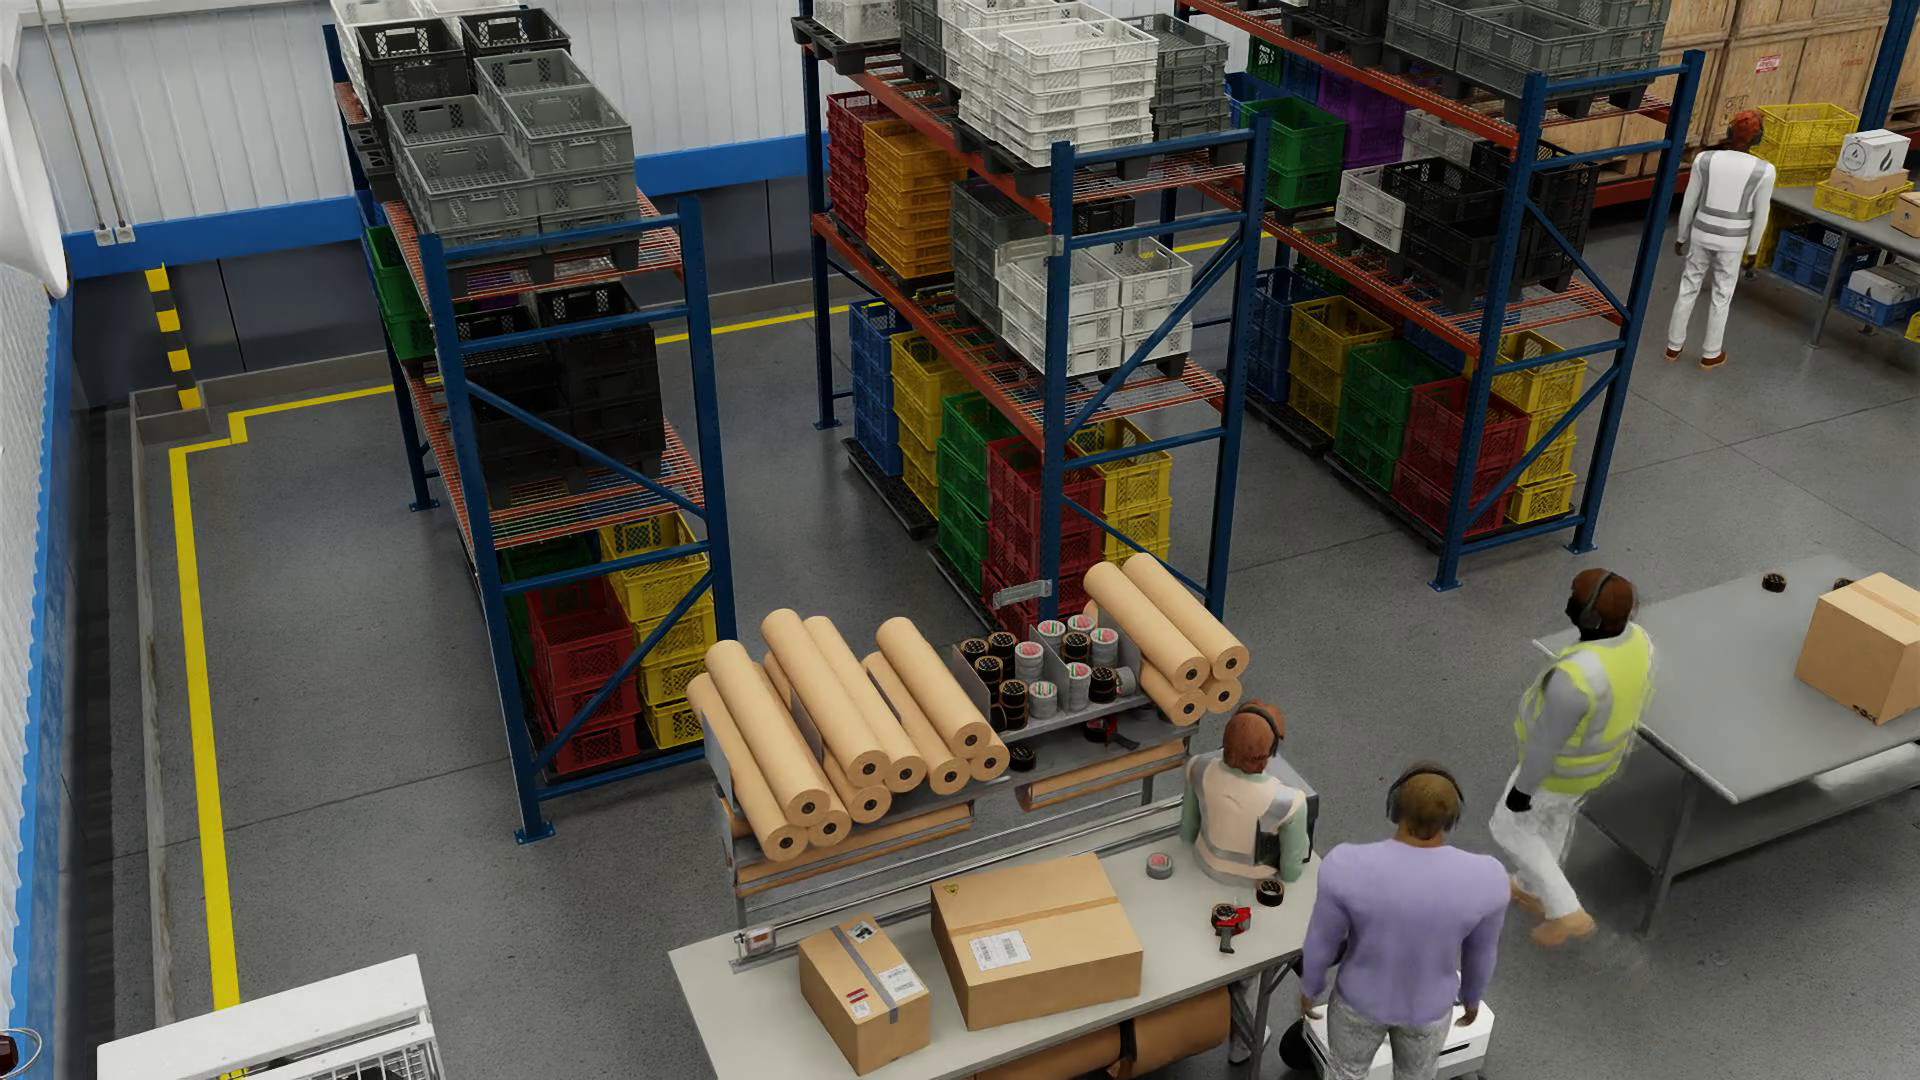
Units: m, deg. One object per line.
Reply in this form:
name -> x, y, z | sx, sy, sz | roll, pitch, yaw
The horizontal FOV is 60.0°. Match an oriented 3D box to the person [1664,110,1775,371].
person -> 5.417, -2.133, 11.883 | 0.572, 1.883, 0.358 | 23, 38, 32

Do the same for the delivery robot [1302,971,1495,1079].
delivery robot -> 1.701, 1.919, 6.472 | 0.707, 0.478, 0.477 | -11, 33, -17

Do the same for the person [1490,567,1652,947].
person -> 2.545, 0.918, 6.974 | 0.644, 1.826, 0.486 | -26, 40, -36

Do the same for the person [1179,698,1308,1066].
person -> 1.067, 1.336, 6.493 | 0.513, 1.631, 0.322 | 21, 37, 30

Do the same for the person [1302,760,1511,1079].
person -> 1.509, 1.579, 5.813 | 0.637, 1.931, 0.374 | 5, 32, 8
